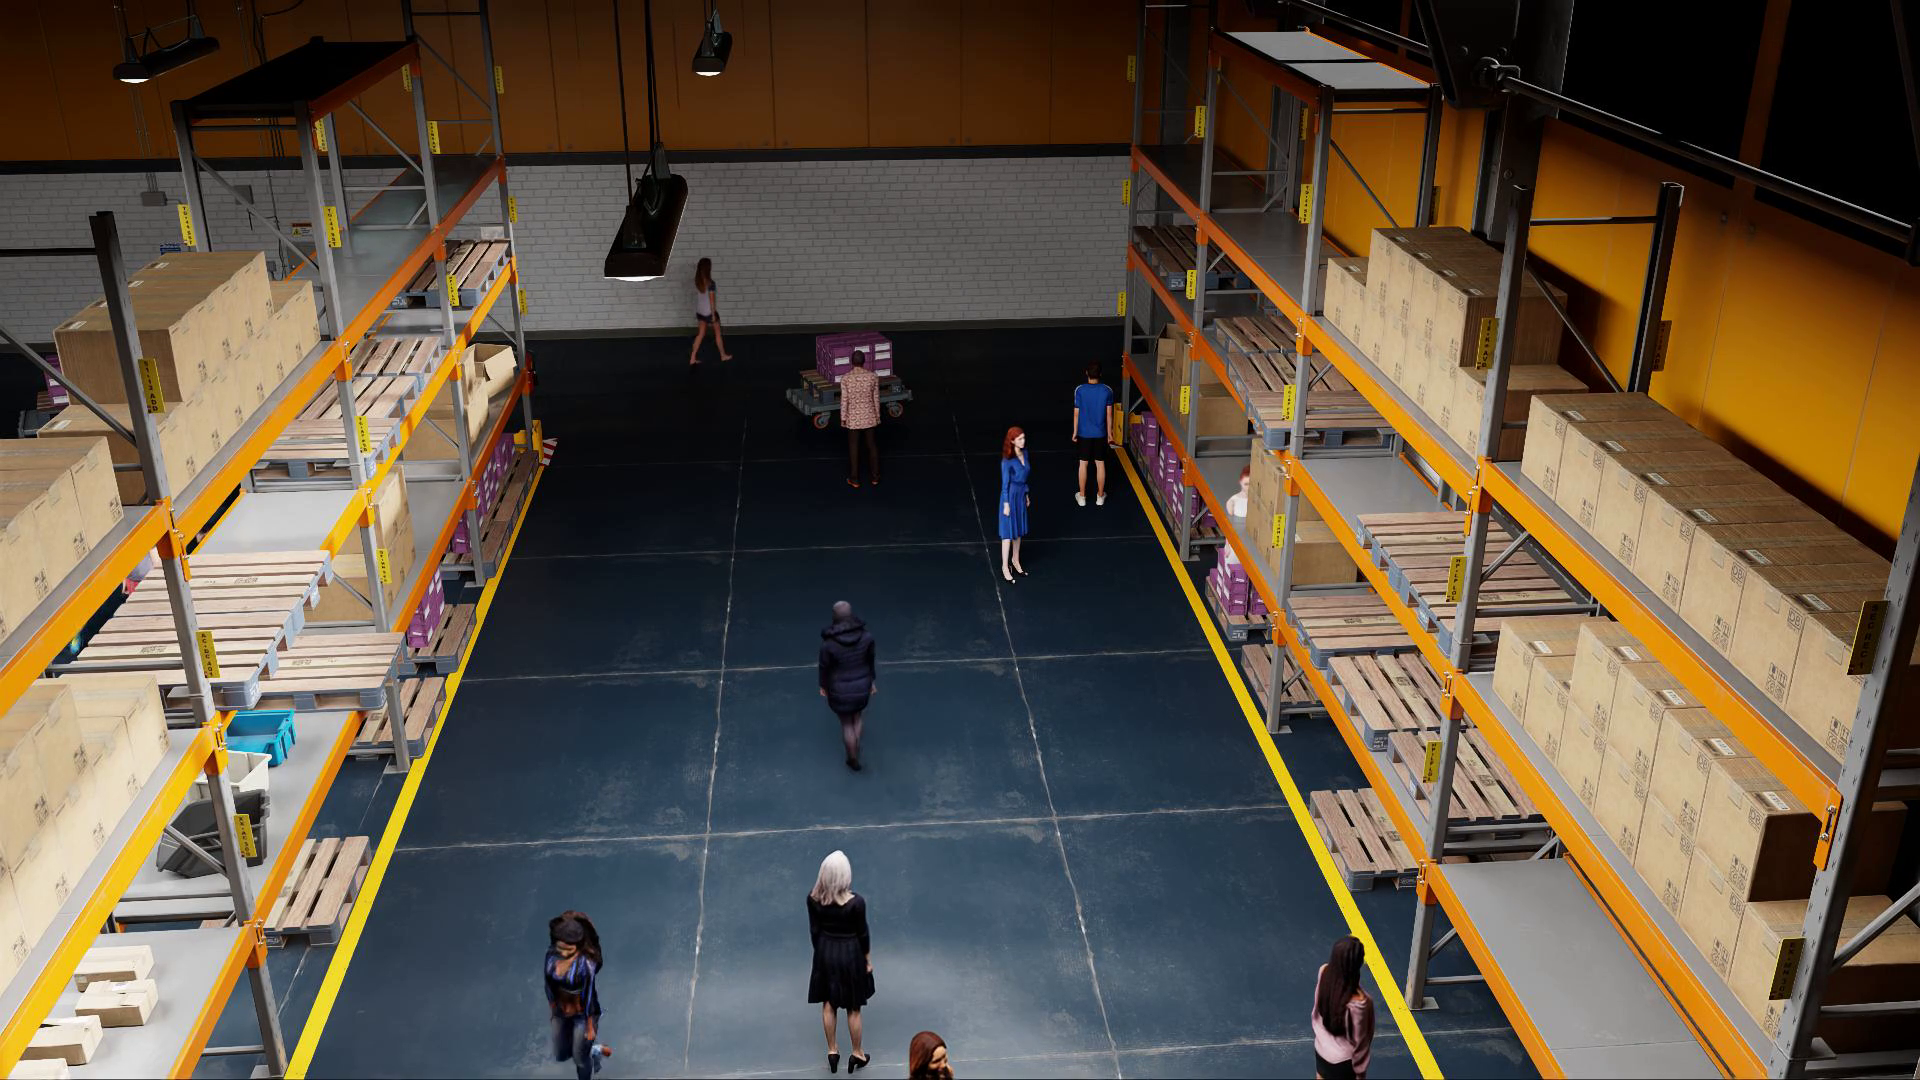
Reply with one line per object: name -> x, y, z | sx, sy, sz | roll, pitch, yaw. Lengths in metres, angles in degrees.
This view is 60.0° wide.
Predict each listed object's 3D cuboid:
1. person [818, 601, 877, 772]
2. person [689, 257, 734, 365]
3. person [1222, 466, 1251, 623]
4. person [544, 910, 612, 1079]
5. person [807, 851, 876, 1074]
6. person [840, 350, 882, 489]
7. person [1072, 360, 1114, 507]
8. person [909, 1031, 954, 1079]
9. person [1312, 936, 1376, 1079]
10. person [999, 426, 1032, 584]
person -> -0.968, 1.336, 14.876 | 0.765, 1.664, 0.768 | -10, 26, -22
person -> -4.021, -3.529, 25.969 | 1.020, 1.693, 1.074 | 19, 30, 37
person -> 2.991, 0.055, 17.648 | 0.561, 1.791, 0.507 | -3, 24, -7
person -> -2.472, 3.086, 10.944 | 0.785, 1.609, 0.852 | 12, 26, 25
person -> -0.808, 2.859, 11.289 | 0.667, 1.747, 0.665 | 5, 24, 12
person -> -1.270, -1.555, 21.311 | 0.707, 1.807, 0.641 | -6, 24, -13
person -> 1.645, -1.350, 20.771 | 0.666, 1.865, 0.577 | -1, 24, -1
person -> -0.182, 3.578, 9.536 | 0.730, 1.834, 0.656 | 16, 28, 32
person -> 2.351, 3.231, 10.357 | 0.747, 1.812, 0.599 | -12, 26, -25
person -> 0.611, -0.412, 18.669 | 0.766, 1.829, 0.700 | 17, 29, 34
